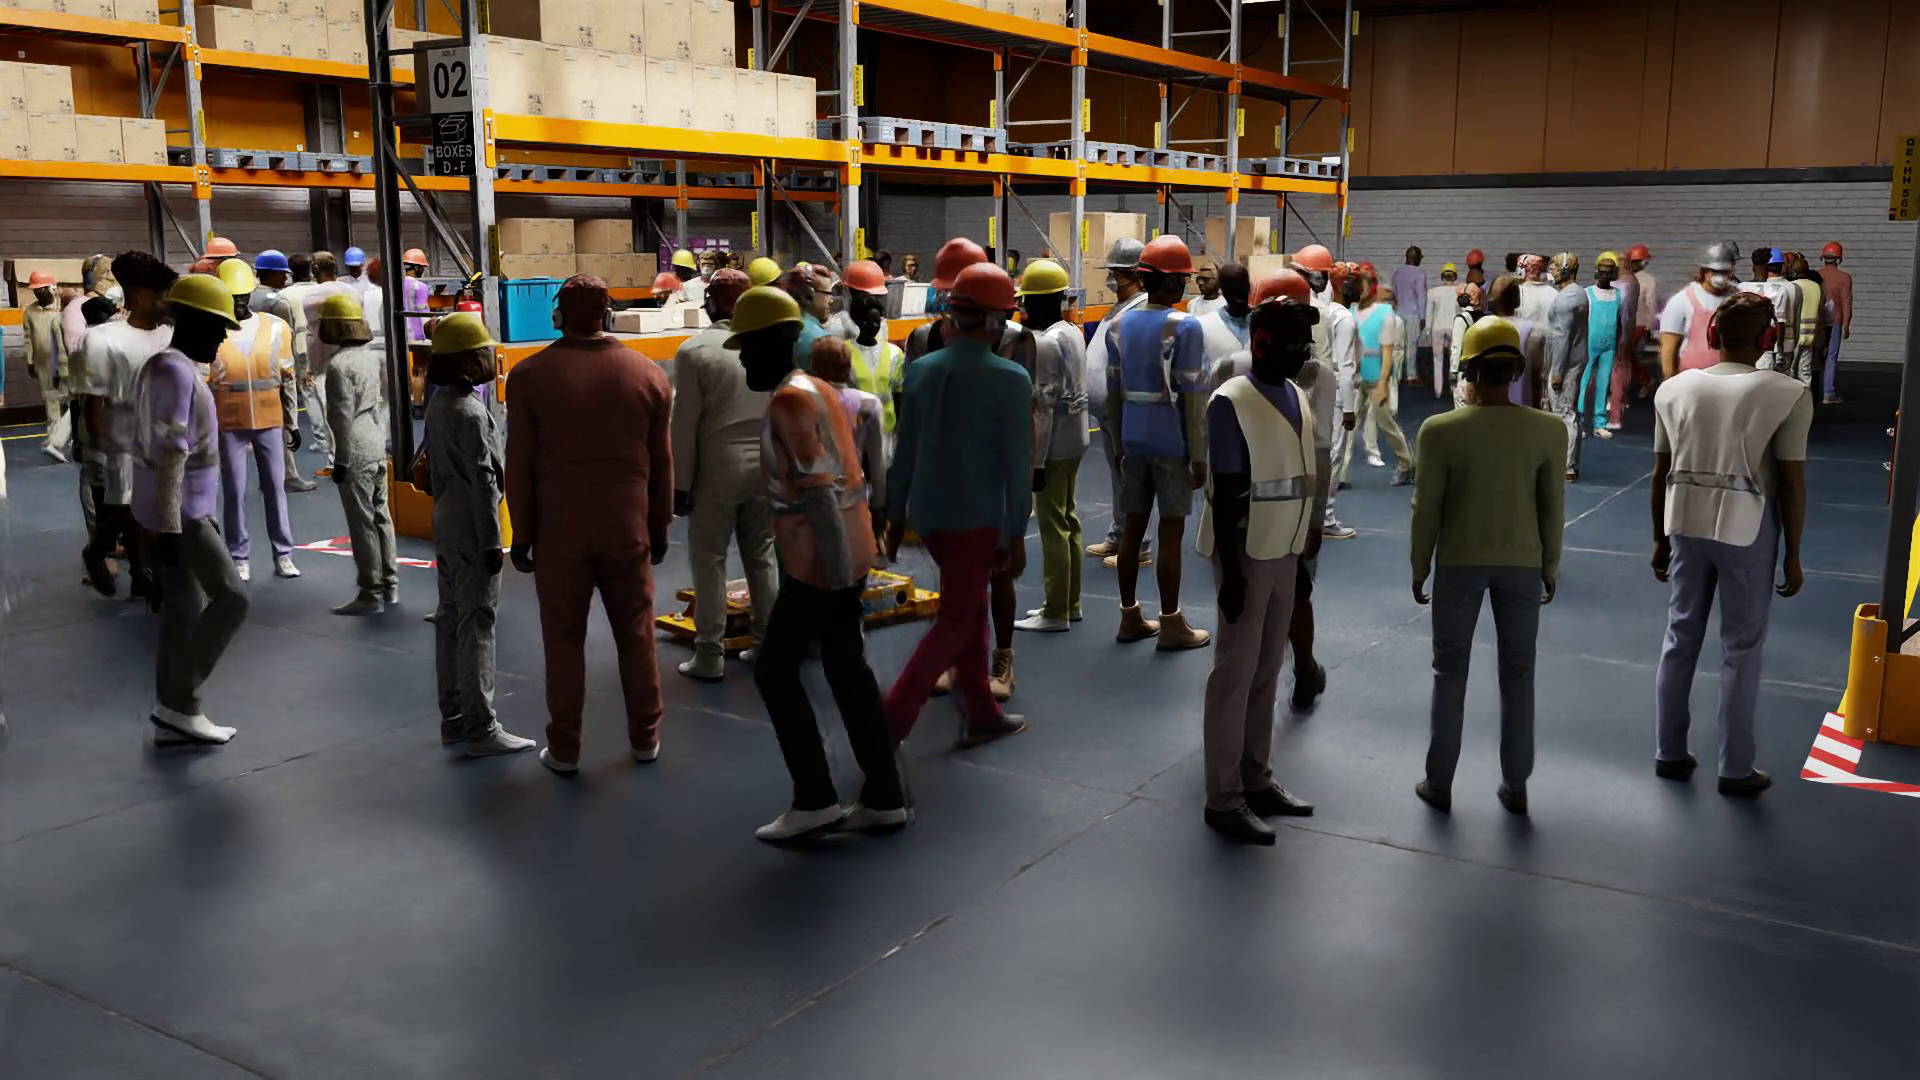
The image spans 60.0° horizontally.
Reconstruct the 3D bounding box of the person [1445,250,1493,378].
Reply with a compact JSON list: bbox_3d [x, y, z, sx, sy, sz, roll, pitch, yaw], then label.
[{"bbox_3d":[7.397,-3.196,23.820,1.023,1.867,0.581,-8,13,-38],"label":"person"}]

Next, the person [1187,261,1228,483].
[{"bbox_3d":[2.075,-1.397,13.909,0.506,1.847,0.345,9,14,41],"label":"person"}]

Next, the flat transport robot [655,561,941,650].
[{"bbox_3d":[-0.820,0.325,8.735,1.431,0.197,0.652,-9,14,-41],"label":"flat transport robot"}]

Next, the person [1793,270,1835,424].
[{"bbox_3d":[9.375,-2.140,18.442,0.540,1.696,0.316,9,13,40],"label":"person"}]

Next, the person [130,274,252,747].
[{"bbox_3d":[-3.064,-0.105,6.638,0.490,1.880,0.676,-5,11,-25],"label":"person"}]

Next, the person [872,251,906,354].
[{"bbox_3d":[-0.792,-2.099,17.636,0.597,1.909,0.405,-9,14,-41],"label":"person"}]

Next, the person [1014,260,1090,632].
[{"bbox_3d":[0.466,-0.481,8.640,0.397,1.920,0.586,3,11,18],"label":"person"}]

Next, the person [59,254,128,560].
[{"bbox_3d":[-5.455,-0.849,10.635,0.372,1.934,0.627,-1,10,-3],"label":"person"}]

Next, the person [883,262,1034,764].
[{"bbox_3d":[-0.063,-0.079,6.355,0.652,1.948,0.984,9,14,42],"label":"person"}]

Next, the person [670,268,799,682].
[{"bbox_3d":[-1.057,-0.302,7.724,0.653,1.894,0.400,-9,13,-39],"label":"person"}]

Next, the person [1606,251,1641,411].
[{"bbox_3d":[7.855,-2.493,19.859,0.399,1.899,0.635,8,13,36],"label":"person"}]

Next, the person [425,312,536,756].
[{"bbox_3d":[-1.928,-0.023,6.580,0.288,1.746,0.484,-8,13,-37],"label":"person"}]

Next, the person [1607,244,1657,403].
[{"bbox_3d":[8.452,-2.709,20.828,0.825,1.971,0.637,-3,11,-16],"label":"person"}]

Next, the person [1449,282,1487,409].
[{"bbox_3d":[4.709,-1.565,15.437,0.314,1.632,0.516,10,14,44],"label":"person"}]

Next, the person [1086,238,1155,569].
[{"bbox_3d":[0.998,-0.849,10.336,0.538,2.000,0.683,-2,10,-10],"label":"person"}]

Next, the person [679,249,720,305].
[{"bbox_3d":[-2.521,-1.961,16.825,0.635,1.932,0.363,1,10,7],"label":"person"}]

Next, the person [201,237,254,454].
[{"bbox_3d":[-6.885,-1.820,15.710,0.397,2.044,0.609,-8,13,-36],"label":"person"}]

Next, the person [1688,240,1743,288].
[{"bbox_3d":[7.769,-2.057,17.026,0.681,2.000,0.535,-5,11,-25],"label":"person"}]

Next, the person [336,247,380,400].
[{"bbox_3d":[-6.817,-2.334,18.837,0.622,1.942,0.413,-3,11,-15],"label":"person"}]

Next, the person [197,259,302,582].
[{"bbox_3d":[-4.234,-0.703,9.882,0.593,1.915,0.391,-7,12,-34],"label":"person"}]

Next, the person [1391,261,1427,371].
[{"bbox_3d":[6.926,-3.479,25.725,0.565,1.747,0.346,3,11,17],"label":"person"}]

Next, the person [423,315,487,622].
[{"bbox_3d":[-2.676,-0.380,8.874,0.319,1.631,0.524,3,11,14],"label":"person"}]

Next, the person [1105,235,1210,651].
[{"bbox_3d":[0.993,-0.474,8.248,0.377,2.045,0.605,-9,14,-41],"label":"person"}]

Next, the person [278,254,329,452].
[{"bbox_3d":[-6.197,-1.776,15.901,0.614,1.886,0.488,-7,12,-33],"label":"person"}]

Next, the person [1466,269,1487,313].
[{"bbox_3d":[7.046,-2.893,22.790,0.281,1.631,0.505,8,13,39],"label":"person"}]

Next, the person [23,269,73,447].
[{"bbox_3d":[-8.879,-1.767,16.262,0.570,1.741,0.362,1,10,5],"label":"person"}]

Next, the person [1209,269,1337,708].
[{"bbox_3d":[1.318,-0.168,6.969,0.549,1.899,0.923,4,11,23],"label":"person"}]

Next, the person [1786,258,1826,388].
[{"bbox_3d":[9.027,-2.129,18.021,0.629,1.837,0.430,-4,11,-19],"label":"person"}]

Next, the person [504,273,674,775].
[{"bbox_3d":[-1.416,-0.062,6.393,0.650,1.899,0.399,-5,11,-26],"label":"person"}]

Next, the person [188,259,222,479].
[{"bbox_3d":[-6.355,-1.442,14.166,0.405,1.861,0.617,-5,11,-25],"label":"person"}]

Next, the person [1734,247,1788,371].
[{"bbox_3d":[7.805,-1.889,16.344,0.378,1.958,0.601,-8,13,-39],"label":"person"}]
